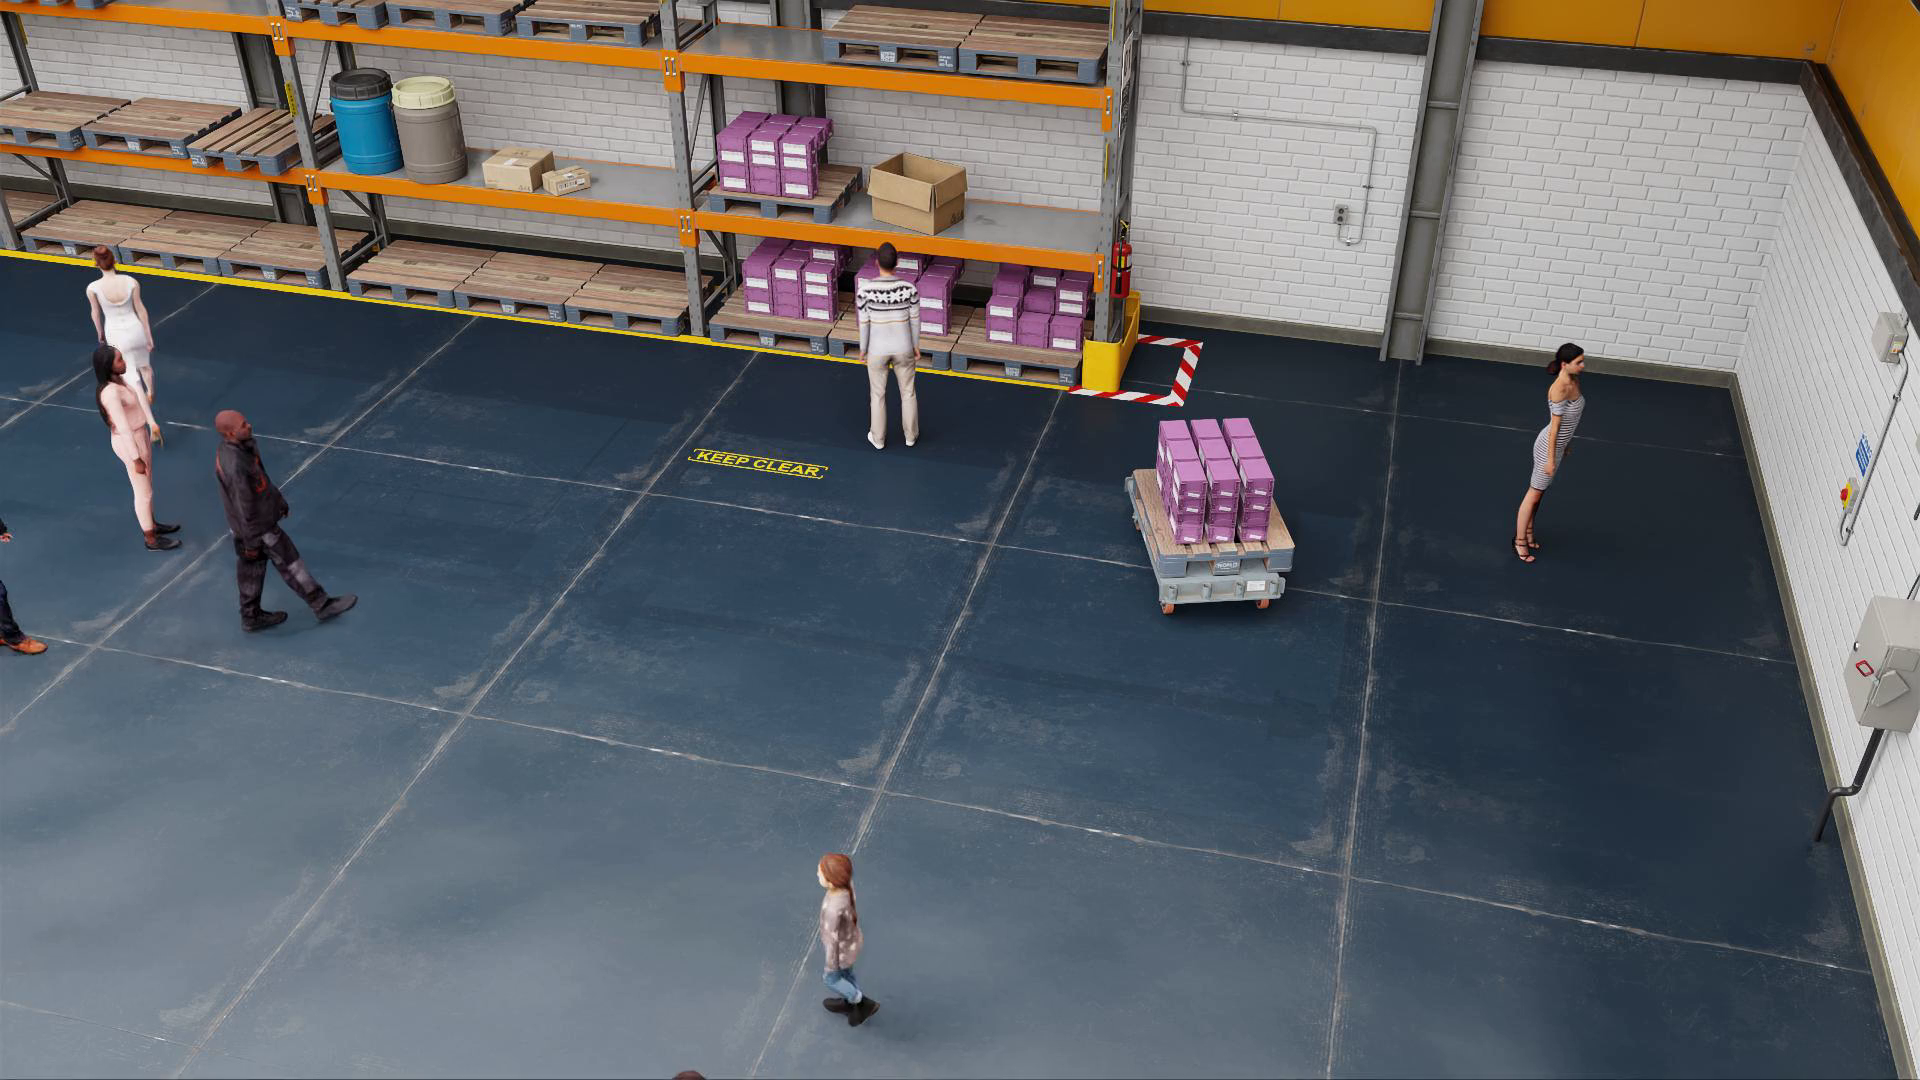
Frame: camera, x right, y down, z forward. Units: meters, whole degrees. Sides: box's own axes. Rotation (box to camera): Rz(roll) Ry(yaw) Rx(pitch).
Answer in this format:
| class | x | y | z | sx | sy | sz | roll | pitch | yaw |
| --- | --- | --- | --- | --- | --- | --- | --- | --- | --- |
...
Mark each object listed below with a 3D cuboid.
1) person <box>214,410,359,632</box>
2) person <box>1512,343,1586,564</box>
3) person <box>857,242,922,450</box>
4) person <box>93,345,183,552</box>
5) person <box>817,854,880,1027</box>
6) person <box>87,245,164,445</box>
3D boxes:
| class | x | y | z | sx | sy | sz | roll | pitch | yaw |
| --- | --- | --- | --- | --- | --- | --- | --- | --- | --- |
| person | -5.132 | -0.105 | 11.849 | 1.170 | 1.801 | 1.096 | -17 | 37 | -23 |
| person | 4.492 | -0.676 | 12.690 | 0.629 | 1.822 | 0.655 | 19 | 38 | 26 |
| person | -0.591 | -1.632 | 14.091 | 0.661 | 1.862 | 0.821 | -5 | 34 | -7 |
| person | -6.387 | -0.715 | 12.841 | 0.718 | 1.719 | 0.696 | -12 | 36 | -18 |
| person | -0.593 | 2.177 | 8.972 | 0.556 | 1.186 | 0.493 | 8 | 34 | 11 |
| person | -7.091 | -1.631 | 14.194 | 1.019 | 1.747 | 1.102 | -19 | 38 | -26 |
